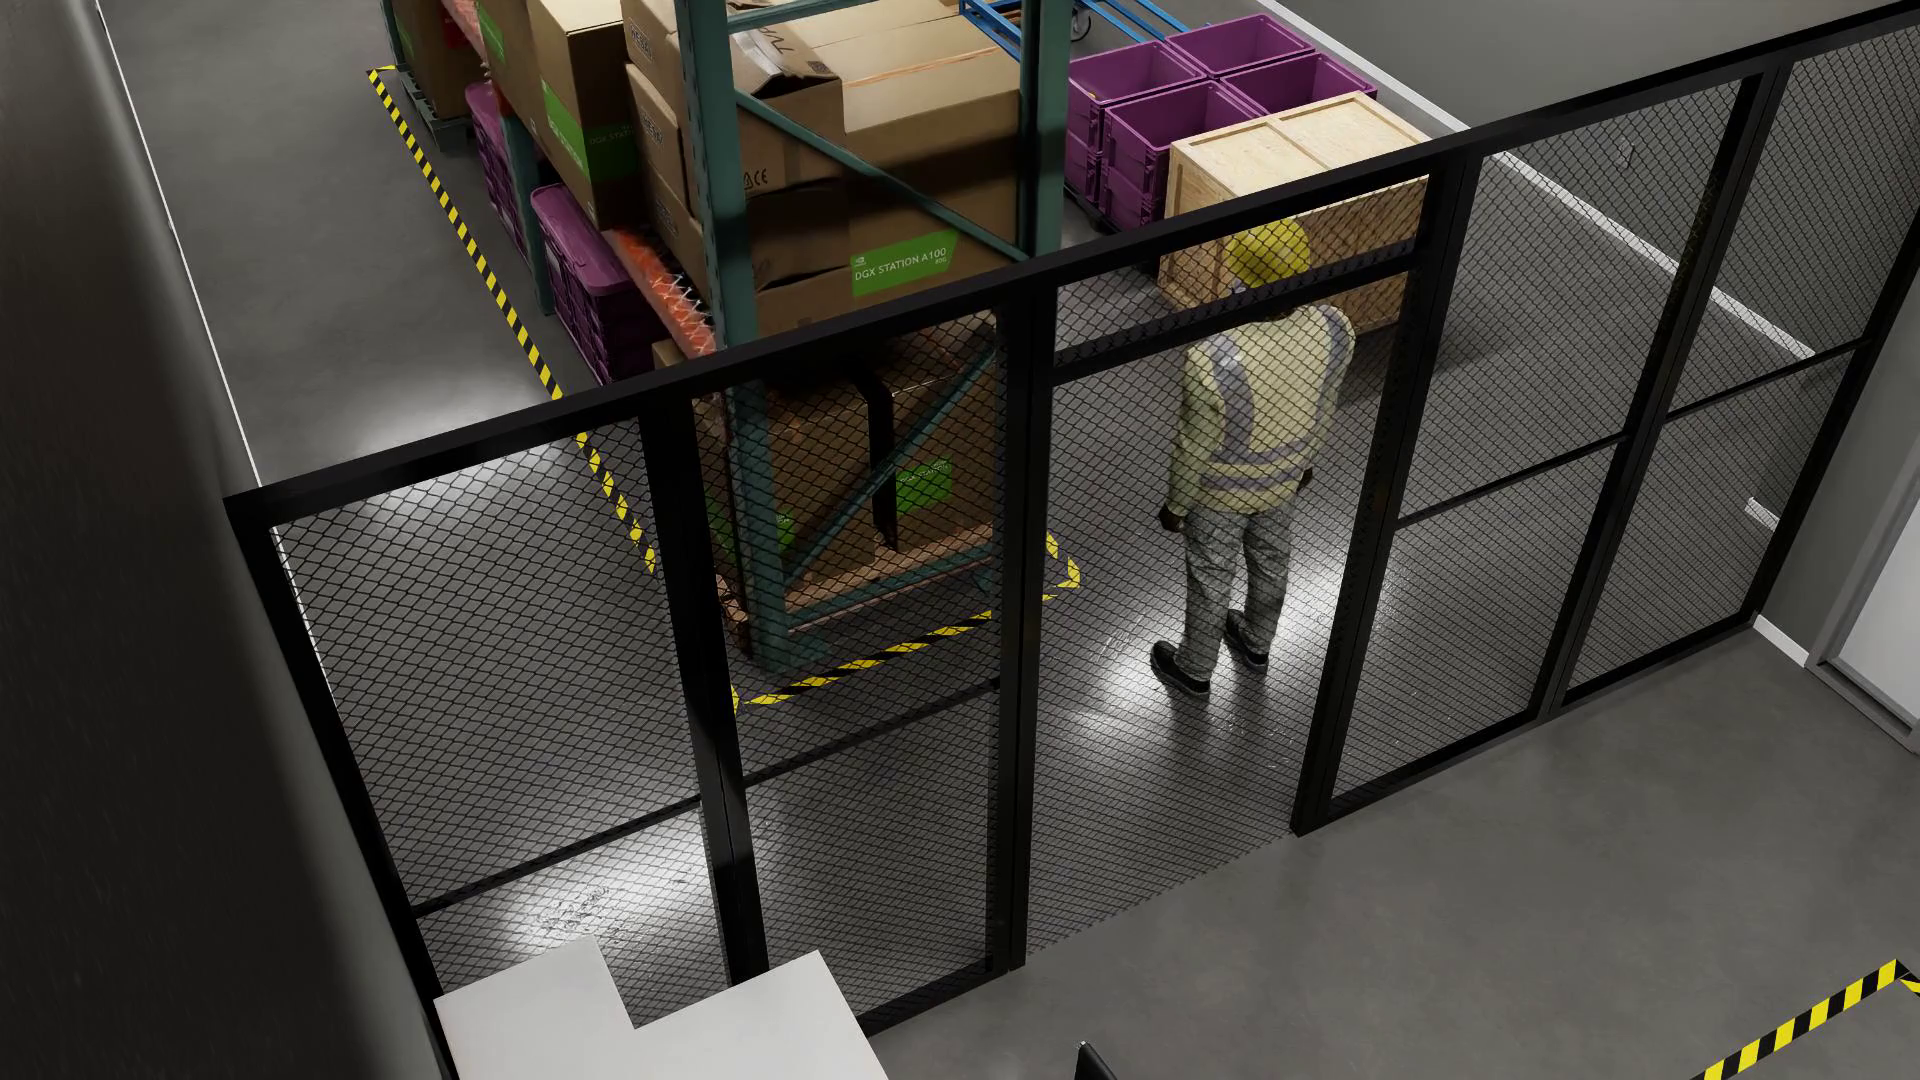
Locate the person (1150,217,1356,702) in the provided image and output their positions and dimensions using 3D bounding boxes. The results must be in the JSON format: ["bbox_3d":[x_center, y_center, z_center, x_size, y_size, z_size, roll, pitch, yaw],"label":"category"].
[{"bbox_3d":[0.890,-0.227,5.272,0.586,1.833,0.403,-20,46,-20],"label":"person"}]
